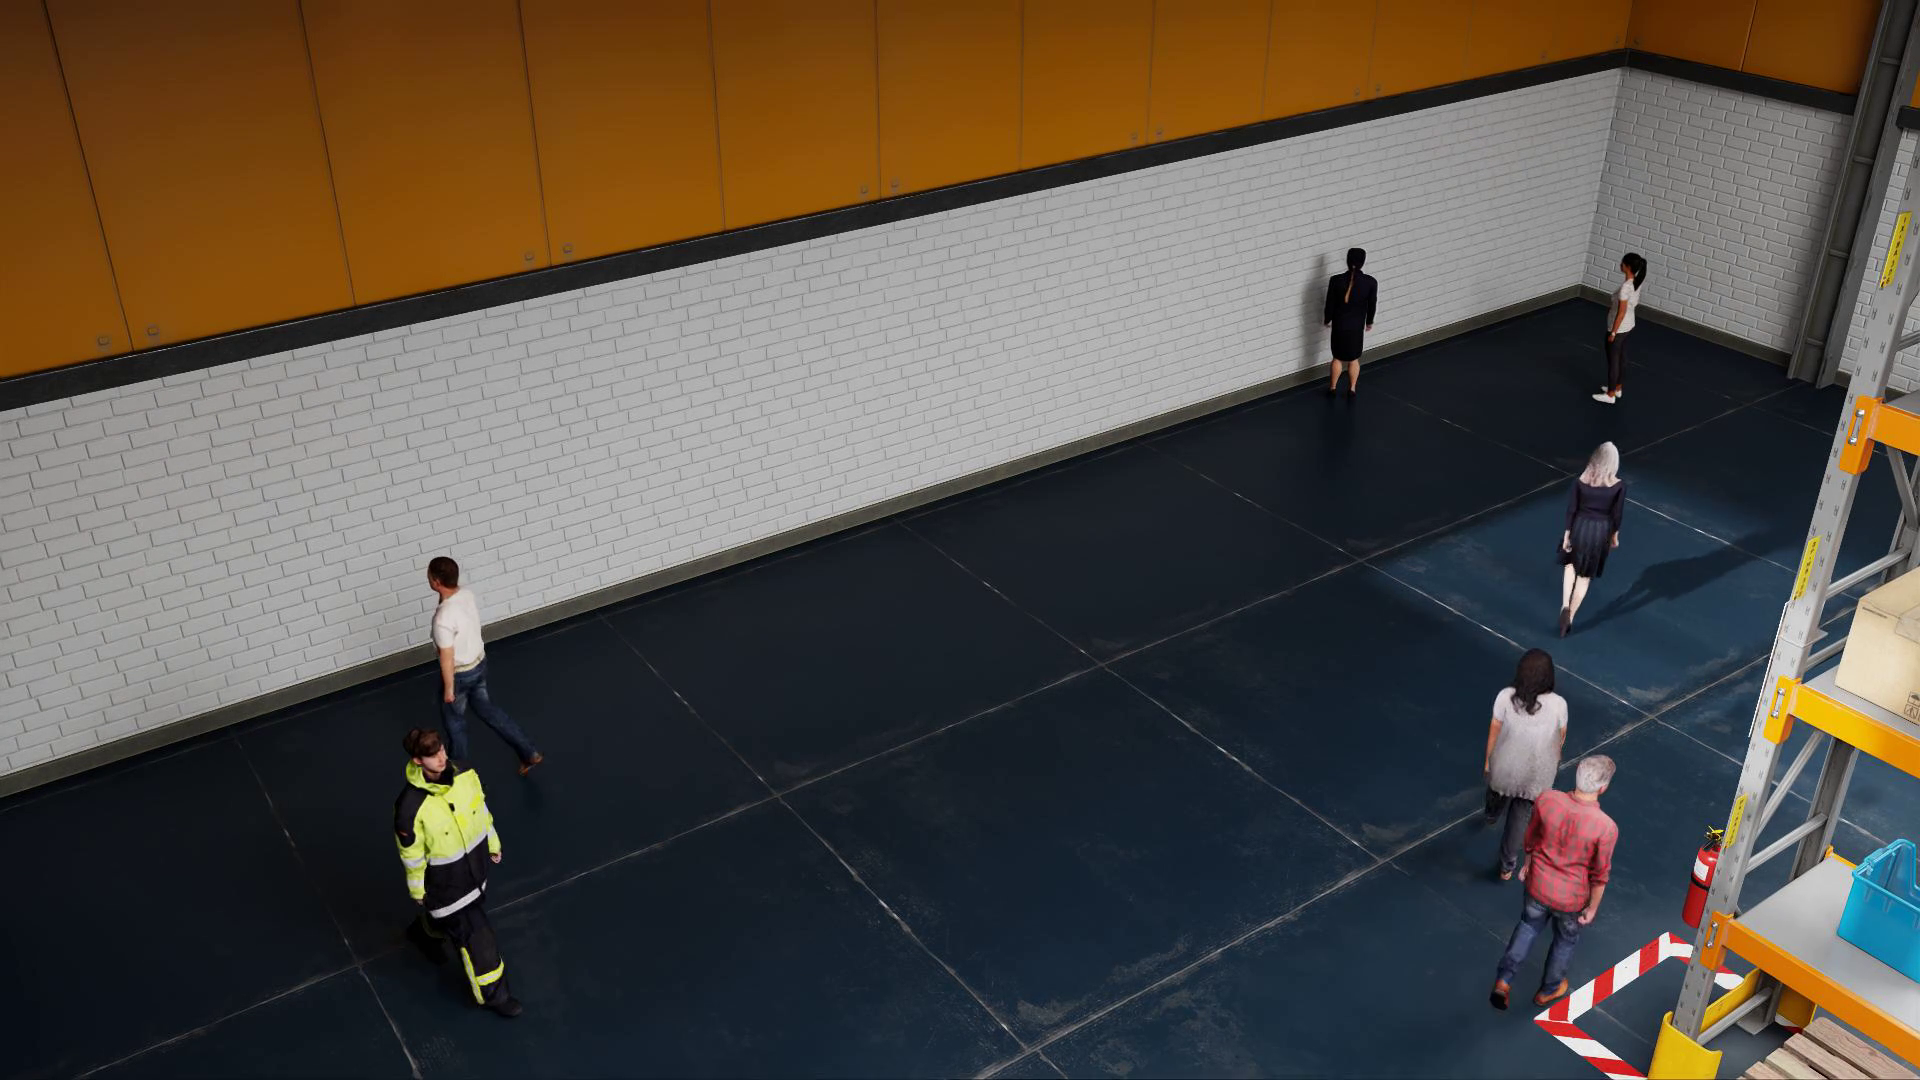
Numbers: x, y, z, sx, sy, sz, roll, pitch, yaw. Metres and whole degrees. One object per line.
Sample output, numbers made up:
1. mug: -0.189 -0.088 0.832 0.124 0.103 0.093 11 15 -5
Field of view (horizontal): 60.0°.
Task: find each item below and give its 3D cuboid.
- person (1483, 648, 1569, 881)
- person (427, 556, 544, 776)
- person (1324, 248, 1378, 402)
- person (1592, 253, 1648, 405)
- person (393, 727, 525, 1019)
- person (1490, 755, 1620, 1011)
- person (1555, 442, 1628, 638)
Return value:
1. person: 3.671 1.500 10.895 1.062 1.563 1.013 12 31 21
2. person: -3.392 0.936 11.635 1.169 1.844 1.087 6 29 11
3. person: 4.133 -2.283 17.718 0.795 1.671 0.856 5 29 9
4. person: 7.044 -2.264 17.712 0.591 1.643 0.619 22 36 35
5. person: -3.050 1.886 9.786 1.347 1.947 1.172 11 31 19
6. person: 3.424 2.047 9.633 0.847 1.811 0.933 -25 38 -38
7. person: 5.056 0.040 13.392 0.745 1.735 0.814 12 31 21
